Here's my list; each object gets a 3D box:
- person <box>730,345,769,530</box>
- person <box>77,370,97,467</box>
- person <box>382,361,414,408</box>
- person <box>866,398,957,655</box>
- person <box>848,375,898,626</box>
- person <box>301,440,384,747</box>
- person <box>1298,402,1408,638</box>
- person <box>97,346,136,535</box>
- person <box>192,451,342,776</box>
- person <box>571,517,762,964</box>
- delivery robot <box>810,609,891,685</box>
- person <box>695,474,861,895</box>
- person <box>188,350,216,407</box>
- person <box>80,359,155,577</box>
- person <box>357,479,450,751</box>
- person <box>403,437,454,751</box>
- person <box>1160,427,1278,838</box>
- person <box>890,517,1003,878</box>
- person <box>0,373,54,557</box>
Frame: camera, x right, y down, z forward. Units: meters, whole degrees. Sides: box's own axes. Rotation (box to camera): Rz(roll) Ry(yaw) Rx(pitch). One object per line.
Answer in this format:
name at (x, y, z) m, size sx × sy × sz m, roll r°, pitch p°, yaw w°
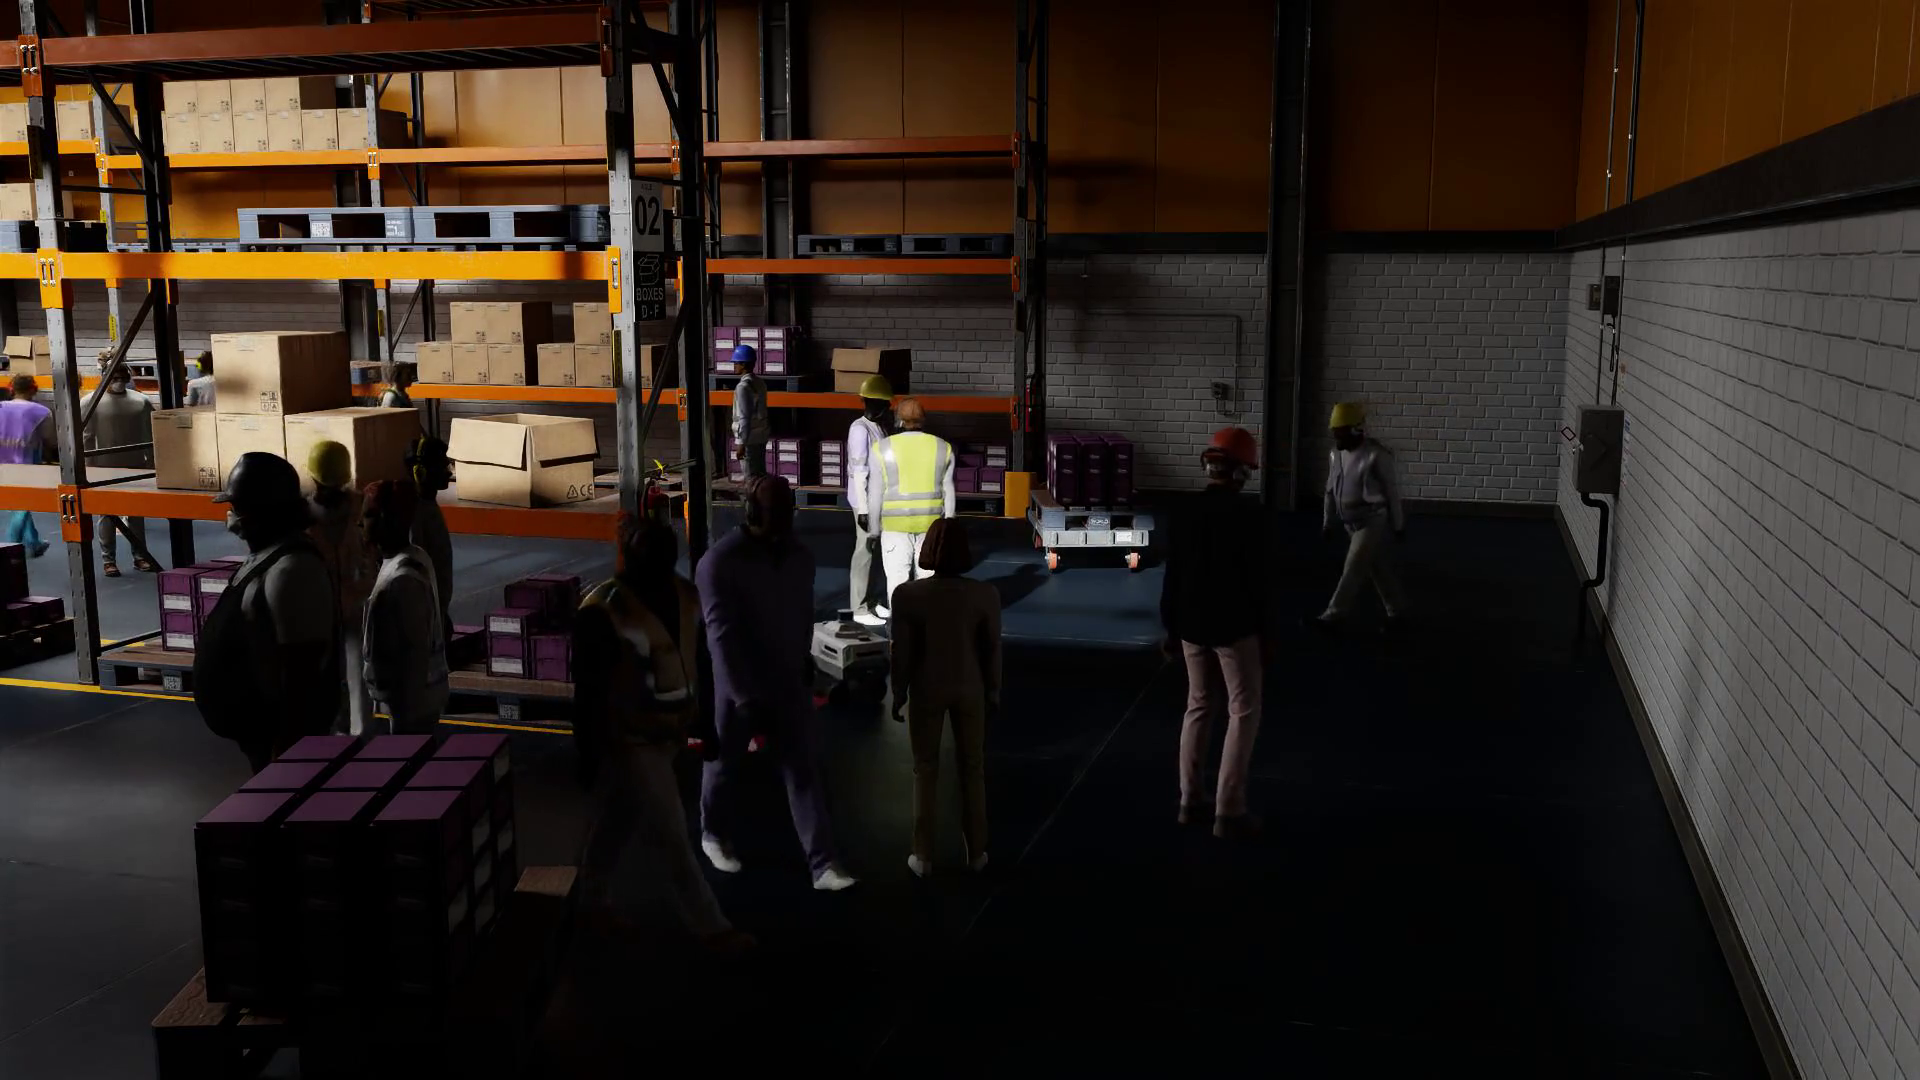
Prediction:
person at (-2.169, -1.037, 17.162) m, size 0.400 × 1.949 × 0.605 m, roll 2°, pitch 10°, yaw 12°
person at (-10.145, -1.166, 19.034) m, size 0.868 × 1.593 × 0.511 m, roll 1°, pitch 9°, yaw 4°
person at (-5.776, -0.944, 17.093) m, size 1.005 × 1.795 × 0.523 m, roll 1°, pitch 9°, yaw 3°
person at (-0.348, -0.070, 11.737) m, size 0.659 × 1.830 × 0.499 m, roll -3°, pitch 10°, yaw -15°
person at (-0.661, -0.306, 12.802) m, size 0.389 × 1.918 × 0.586 m, roll 2°, pitch 10°, yaw 13°
person at (-3.304, 0.361, 8.967) m, size 0.660 × 1.862 × 0.991 m, roll -3°, pitch 10°, yaw -18°
person at (2.976, -0.148, 12.358) m, size 1.007 × 1.747 × 0.598 m, roll -4°, pitch 10°, yaw -22°
person at (-8.632, -1.020, 17.089) m, size 0.372 × 1.940 × 0.627 m, roll -2°, pitch 10°, yaw -14°
person at (-2.698, 0.667, 6.501) m, size 0.536 × 2.000 × 0.676 m, roll -4°, pitch 10°, yaw -25°
person at (-1.228, 0.782, 6.616) m, size 0.950 × 1.781 × 0.645 m, roll 4°, pitch 10°, yaw 24°
delivery robot at (-0.728, 0.685, 10.620) m, size 0.477 × 0.478 × 0.707 m, roll -5°, pitch 11°, yaw -30°
person at (-0.852, 0.634, 7.319) m, size 0.629 × 1.858 × 1.025 m, roll -7°, pitch 12°, yaw -38°
person at (-8.294, -1.193, 18.506) m, size 0.941 × 1.829 × 0.529 m, roll 5°, pitch 11°, yaw 28°
person at (-7.488, -0.650, 14.856) m, size 0.373 × 1.935 × 0.627 m, roll 9°, pitch 13°, yaw 42°
person at (-2.300, 0.680, 6.902) m, size 0.355 × 1.883 × 0.572 m, roll -3°, pitch 10°, yaw -18°
person at (-2.744, 0.394, 8.682) m, size 0.327 × 1.872 × 0.516 m, roll -2°, pitch 9°, yaw -10°
person at (1.250, 0.444, 8.080) m, size 0.544 × 1.966 × 0.690 m, roll -9°, pitch 13°, yaw -44°
person at (-0.062, 0.709, 7.479) m, size 0.507 × 1.632 × 0.275 m, roll -1°, pitch 9°, yaw -6°
person at (-8.686, -0.649, 15.354) m, size 0.640 × 1.766 × 1.008 m, roll -1°, pitch 9°, yaw -3°
